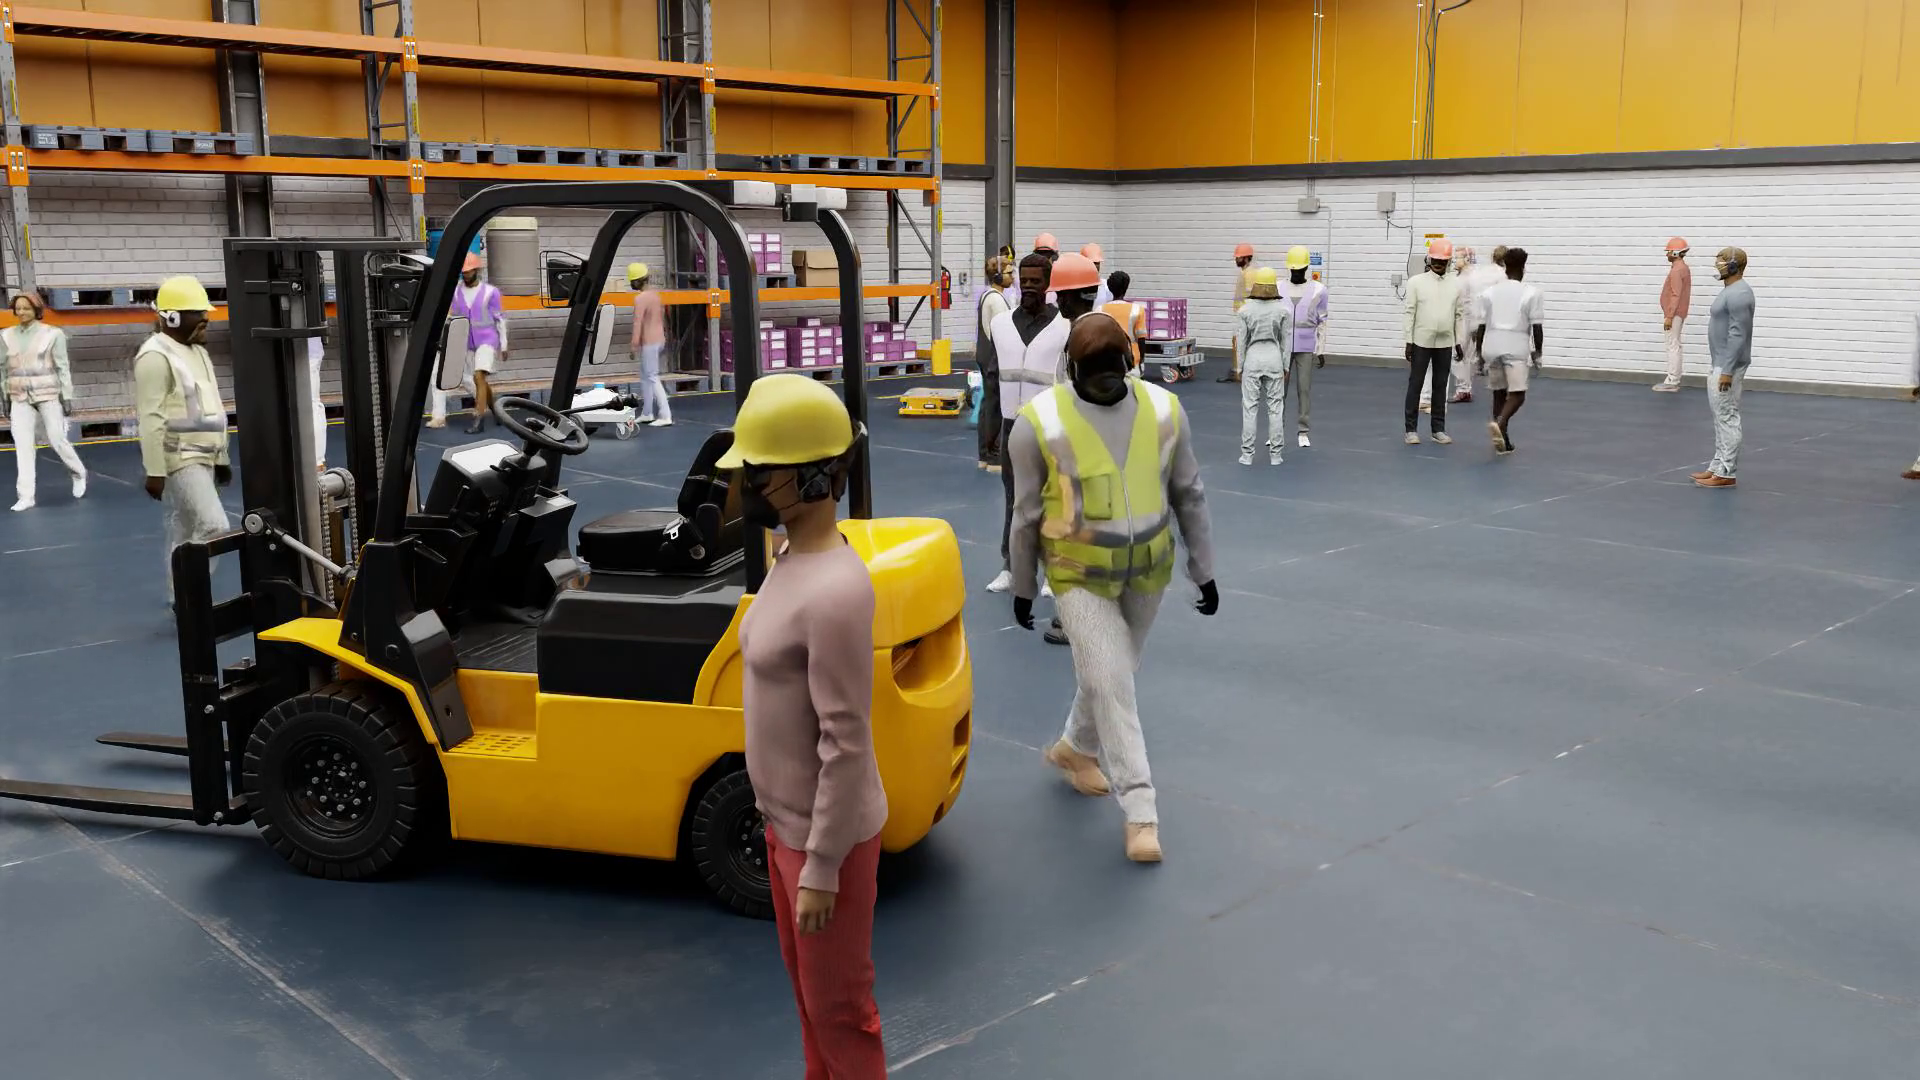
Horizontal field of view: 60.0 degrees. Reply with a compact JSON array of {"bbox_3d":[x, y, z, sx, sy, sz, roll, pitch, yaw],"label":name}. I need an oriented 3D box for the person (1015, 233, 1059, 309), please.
[{"bbox_3d":[0.851,-2.018,16.548,0.612,2.041,0.378,1,10,4],"label":"person"}]

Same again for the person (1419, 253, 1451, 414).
[{"bbox_3d":[5.388,-2.358,18.949,0.429,1.841,0.633,-4,11,-21],"label":"person"}]

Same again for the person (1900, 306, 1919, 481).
[{"bbox_3d":[7.952,-1.335,13.412,0.523,1.835,0.853,-1,10,-8],"label":"person"}]

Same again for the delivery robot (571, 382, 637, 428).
[{"bbox_3d":[-3.591,-1.330,16.593,0.707,0.478,0.477,1,10,8],"label":"delivery robot"}]

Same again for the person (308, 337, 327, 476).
[{"bbox_3d":[-5.551,-1.499,13.997,0.371,1.940,0.627,-2,11,-12],"label":"person"}]

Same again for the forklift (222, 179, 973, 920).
[{"bbox_3d":[-1.114,-0.058,5.440,2.313,2.155,1.214,2,11,13],"label":"forklift"}]

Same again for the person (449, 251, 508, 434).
[{"bbox_3d":[-4.970,-2.063,17.282,0.558,1.884,0.952,1,10,7],"label":"person"}]

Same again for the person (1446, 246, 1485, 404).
[{"bbox_3d":[6.001,-2.587,20.054,0.515,1.889,0.656,0,10,-1],"label":"person"}]

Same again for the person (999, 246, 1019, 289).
[{"bbox_3d":[0.700,-3.333,24.198,0.314,1.866,0.537,-4,11,-20],"label":"person"}]

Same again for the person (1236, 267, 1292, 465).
[{"bbox_3d":[2.677,-1.530,14.702,0.487,1.744,0.296,1,10,5],"label":"person"}]

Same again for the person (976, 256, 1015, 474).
[{"bbox_3d":[0.311,-1.484,14.168,0.347,1.847,0.505,-2,11,-11],"label":"person"}]

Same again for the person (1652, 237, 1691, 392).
[{"bbox_3d":[9.277,-2.928,21.633,0.382,1.993,0.622,6,12,31],"label":"person"}]

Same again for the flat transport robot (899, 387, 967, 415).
[{"bbox_3d":[-0.300,-1.596,19.077,0.652,0.197,1.431,1,10,4],"label":"flat transport robot"}]

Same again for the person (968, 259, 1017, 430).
[{"bbox_3d":[0.478,-2.049,17.436,1.023,1.775,0.608,-7,12,-32],"label":"person"}]

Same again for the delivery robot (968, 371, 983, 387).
[{"bbox_3d":[0.446,-1.852,19.444,0.707,0.478,0.477,0,10,1],"label":"delivery robot"}]

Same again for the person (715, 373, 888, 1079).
[{"bbox_3d":[-0.305,0.557,3.259,0.312,1.768,0.524,-3,11,-17],"label":"person"}]

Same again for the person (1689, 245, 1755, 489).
[{"bbox_3d":[6.135,-1.378,13.335,0.365,1.939,0.636,3,11,18],"label":"person"}]

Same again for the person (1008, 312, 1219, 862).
[{"bbox_3d":[0.494,0.110,5.681,0.690,1.788,0.932,-3,11,-17],"label":"person"}]

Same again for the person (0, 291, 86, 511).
[{"bbox_3d":[-6.903,-1.056,12.460,0.532,1.619,0.693,0,10,-2],"label":"person"}]

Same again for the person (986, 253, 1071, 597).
[{"bbox_3d":[0.421,-0.646,9.395,0.591,1.922,0.390,5,11,25],"label":"person"}]

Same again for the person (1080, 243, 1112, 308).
[{"bbox_3d":[1.317,-2.030,16.895,0.543,1.938,0.356,-5,12,-28],"label":"person"}]

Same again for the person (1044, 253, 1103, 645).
[{"bbox_3d":[0.588,-0.441,8.243,0.376,1.934,0.546,3,11,15],"label":"person"}]

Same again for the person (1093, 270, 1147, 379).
[{"bbox_3d":[1.464,-1.633,15.379,0.536,1.699,0.318,2,11,11],"label":"person"}]

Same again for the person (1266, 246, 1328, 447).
[{"bbox_3d":[3.210,-1.843,15.933,0.584,1.917,0.385,3,11,17],"label":"person"}]

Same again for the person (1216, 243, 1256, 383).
[{"bbox_3d":[3.884,-3.091,22.712,0.665,1.922,0.564,1,10,4],"label":"person"}]

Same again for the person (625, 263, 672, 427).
[{"bbox_3d":[-3.341,-2.064,17.634,0.666,1.723,0.582,3,11,14],"label":"person"}]

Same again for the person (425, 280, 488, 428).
[{"bbox_3d":[-5.406,-2.116,17.711,0.636,1.813,0.809,4,11,19],"label":"person"}]

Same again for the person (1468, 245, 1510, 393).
[{"bbox_3d":[6.873,-2.845,21.512,0.746,1.892,0.677,-4,11,-18],"label":"person"}]

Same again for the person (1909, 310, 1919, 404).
[{"bbox_3d":[7.807,-1.237,12.944,0.743,1.807,0.601,-4,11,-20],"label":"person"}]

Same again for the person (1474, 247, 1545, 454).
[{"bbox_3d":[4.969,-1.702,15.164,0.625,1.926,0.786,8,13,36],"label":"person"}]

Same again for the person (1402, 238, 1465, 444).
[{"bbox_3d":[4.607,-1.922,16.168,0.609,1.988,0.392,-1,10,-6],"label":"person"}]

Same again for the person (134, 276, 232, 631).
[{"bbox_3d":[-3.874,-0.416,8.407,0.459,1.816,0.623,-1,10,-5],"label":"person"}]
